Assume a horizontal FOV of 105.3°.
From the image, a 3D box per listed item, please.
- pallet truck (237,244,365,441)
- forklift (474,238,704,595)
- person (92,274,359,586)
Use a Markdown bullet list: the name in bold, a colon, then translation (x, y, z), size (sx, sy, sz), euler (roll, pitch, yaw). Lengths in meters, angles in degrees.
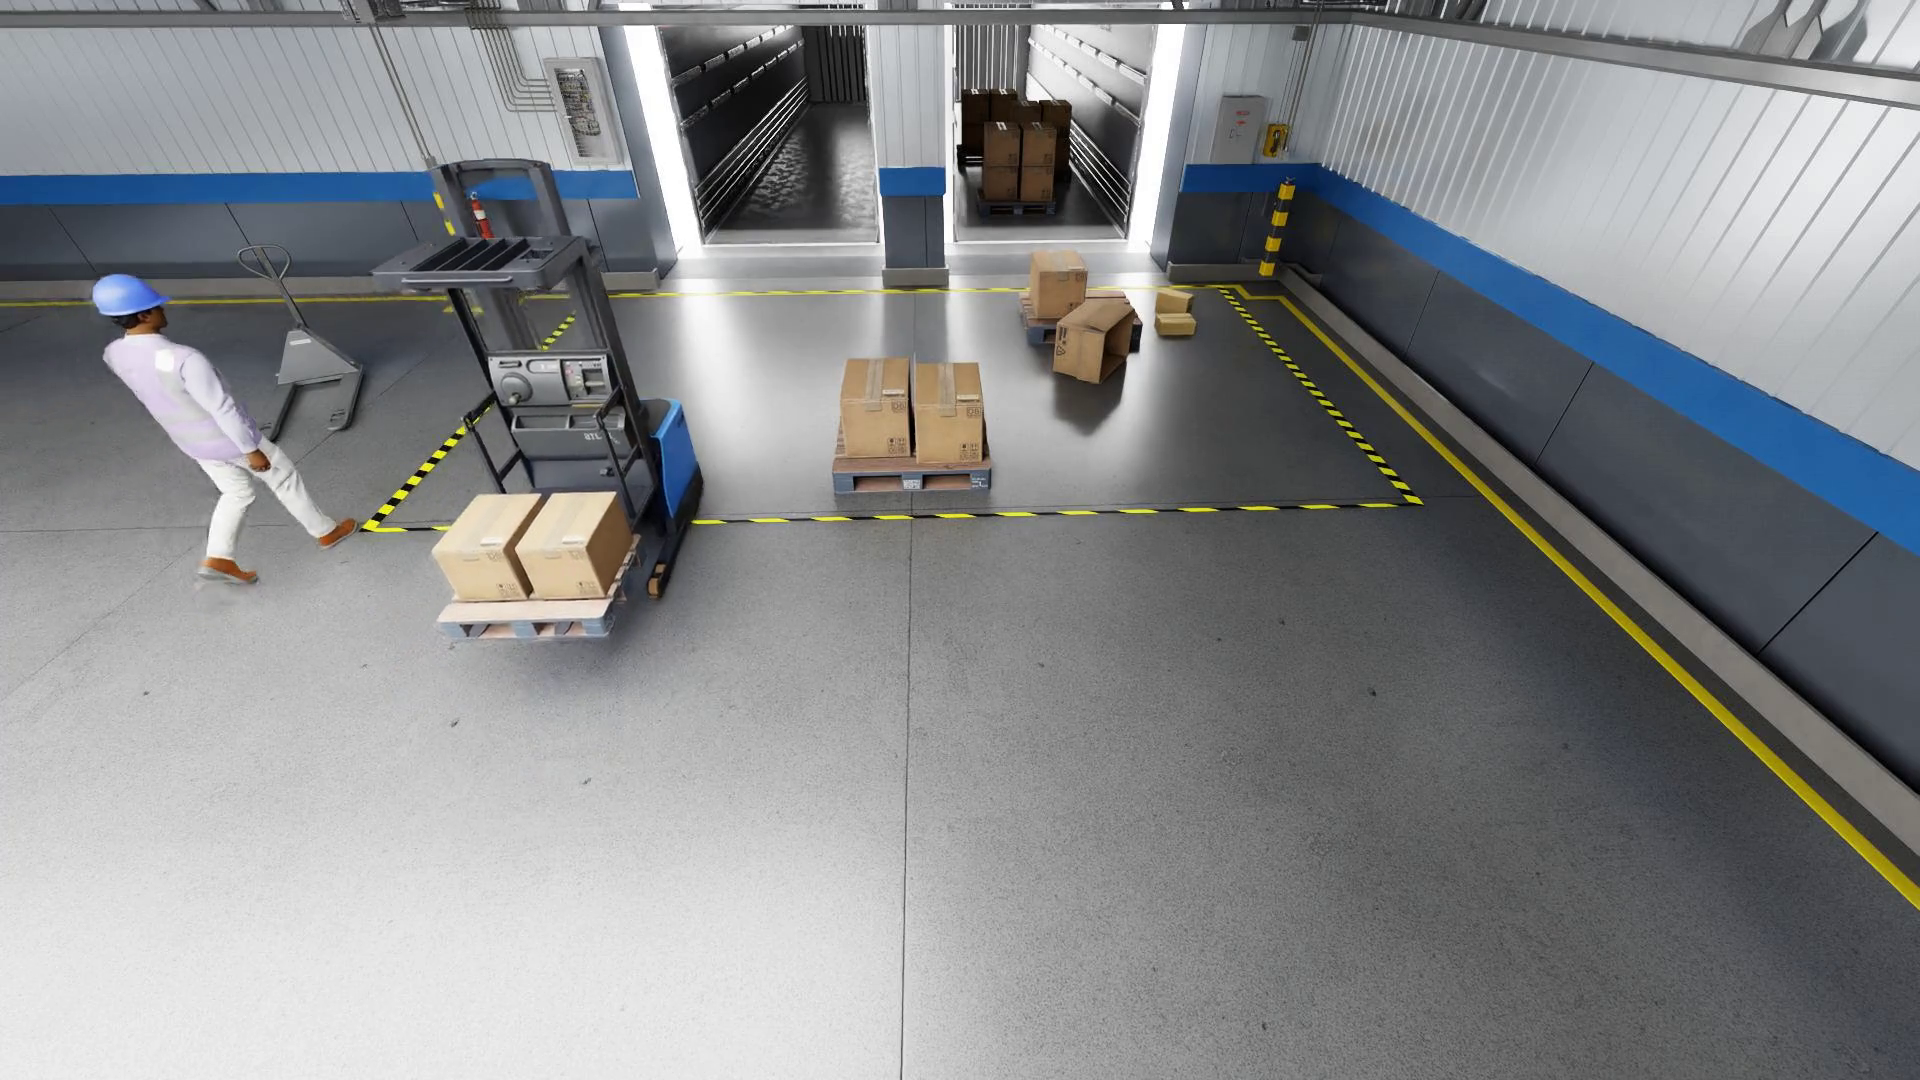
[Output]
- **pallet truck**: translation (-5.915, -1.733, 6.366), size (0.680, 1.201, 1.601), euler (-18, 42, -21)
- **forklift**: translation (-2.318, -0.935, 4.715), size (0.716, 2.013, 0.776), euler (-1, 38, -2)
- **person**: translation (-4.482, -0.586, 4.377), size (0.613, 1.918, 0.892), euler (7, 39, 9)
